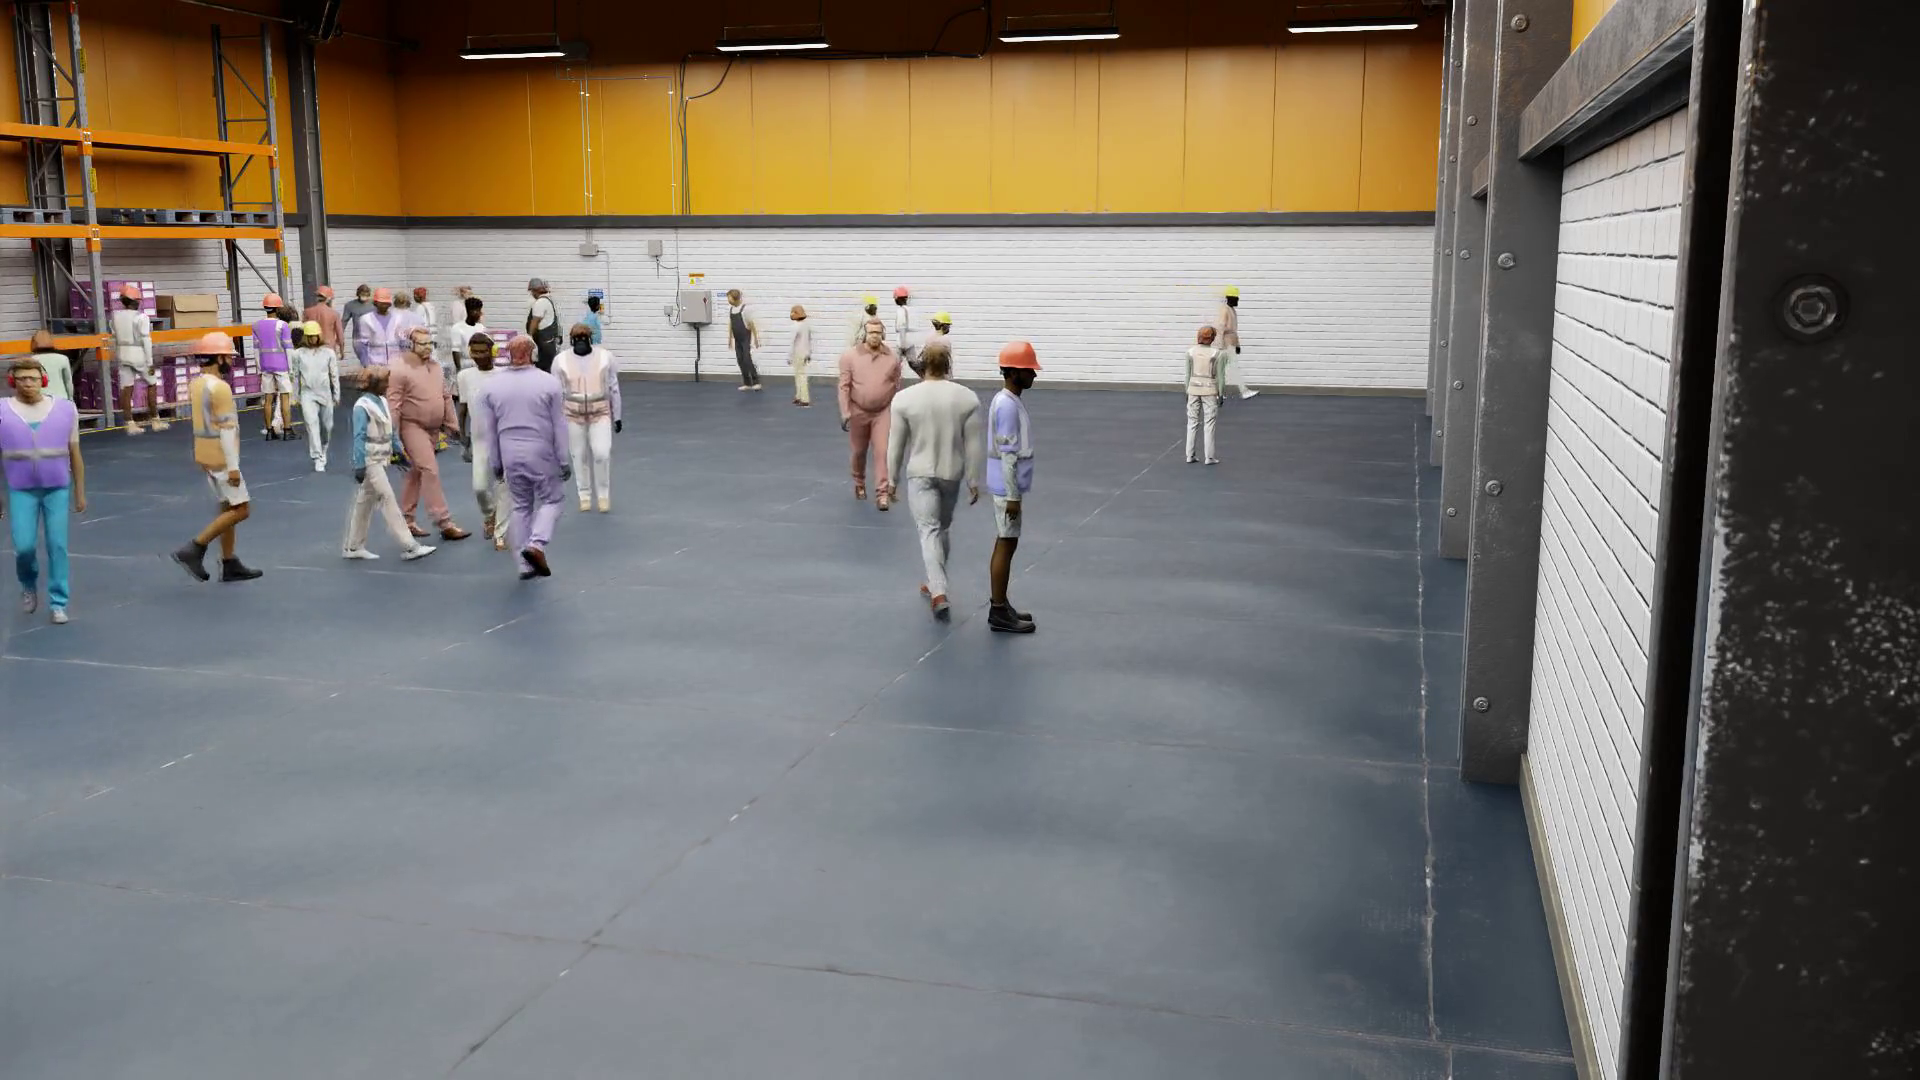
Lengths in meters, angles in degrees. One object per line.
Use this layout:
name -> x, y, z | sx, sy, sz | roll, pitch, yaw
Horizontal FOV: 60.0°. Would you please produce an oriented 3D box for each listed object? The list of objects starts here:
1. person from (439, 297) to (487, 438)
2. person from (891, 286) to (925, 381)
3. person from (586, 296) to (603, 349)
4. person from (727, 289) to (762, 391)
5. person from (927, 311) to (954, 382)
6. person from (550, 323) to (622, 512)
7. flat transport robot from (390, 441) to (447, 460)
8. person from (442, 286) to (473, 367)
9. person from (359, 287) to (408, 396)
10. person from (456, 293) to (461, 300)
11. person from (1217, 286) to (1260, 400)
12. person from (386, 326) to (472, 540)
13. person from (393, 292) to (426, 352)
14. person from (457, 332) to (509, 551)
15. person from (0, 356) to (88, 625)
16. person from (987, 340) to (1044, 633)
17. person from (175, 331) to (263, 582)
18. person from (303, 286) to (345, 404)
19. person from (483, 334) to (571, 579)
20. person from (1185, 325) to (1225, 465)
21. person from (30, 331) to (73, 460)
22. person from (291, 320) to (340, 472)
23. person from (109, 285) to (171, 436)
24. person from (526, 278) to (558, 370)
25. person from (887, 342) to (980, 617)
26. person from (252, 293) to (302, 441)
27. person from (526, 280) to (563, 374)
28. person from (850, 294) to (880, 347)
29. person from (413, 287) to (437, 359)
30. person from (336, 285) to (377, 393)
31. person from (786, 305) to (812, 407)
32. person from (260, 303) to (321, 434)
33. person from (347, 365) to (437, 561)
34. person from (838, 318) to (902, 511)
person -> -6.569, -2.270, 22.038 | 1.073, 1.900, 0.617 | 7, 12, 35
person -> -0.881, -3.348, 28.179 | 0.984, 1.891, 0.546 | 4, 11, 23
person -> -6.798, -3.625, 30.396 | 0.813, 1.664, 0.555 | -2, 10, -10
person -> -3.846, -3.521, 29.350 | 0.551, 1.804, 0.455 | 8, 13, 39
person -> -0.229, -1.945, 20.561 | 0.329, 1.763, 0.538 | -5, 11, -28
person -> -3.579, -1.155, 15.903 | 0.662, 1.819, 0.642 | -2, 10, -10
flat transport robot -> -6.755, -1.146, 20.247 | 0.652, 0.197, 1.431 | -1, 10, -3
person -> -9.084, -3.670, 30.089 | 0.907, 1.858, 0.680 | 2, 10, 9
person -> -7.934, -2.483, 22.923 | 0.609, 2.011, 0.648 | -5, 11, -27
person -> -9.056, -3.744, 30.852 | 0.764, 1.731, 0.558 | 3, 10, 15
person -> 4.575, -3.259, 27.622 | 0.925, 1.884, 0.612 | 4, 11, 20
person -> -4.593, -0.924, 14.470 | 0.903, 1.862, 0.632 | 3, 10, 15
person -> -7.960, -2.603, 23.907 | 0.650, 1.892, 0.952 | -2, 10, -12
person -> -3.950, -0.837, 14.064 | 0.542, 1.849, 0.477 | -1, 10, -8
person -> -6.241, -0.335, 11.264 | 0.569, 1.828, 0.447 | -6, 12, -33
person -> 0.365, -0.357, 11.067 | 0.375, 1.935, 0.551 | 0, 10, 0
person -> -5.617, -0.604, 12.518 | 0.554, 1.918, 0.562 | -8, 13, -40
person -> -10.105, -3.054, 26.374 | 0.630, 1.936, 1.038 | 0, 10, -1
person -> -3.292, -0.623, 12.692 | 0.662, 1.889, 0.471 | 2, 10, 9
person -> 2.868, -1.700, 19.542 | 0.509, 1.629, 0.315 | 6, 12, 30
person -> -10.404, -1.588, 19.019 | 0.508, 1.586, 0.854 | -8, 13, -37
person -> -7.409, -1.671, 19.136 | 0.492, 1.719, 0.774 | -5, 11, -28
person -> -11.173, -2.451, 22.679 | 0.637, 2.018, 0.824 | 2, 10, 10
person -> -7.421, -3.621, 29.252 | 0.956, 2.000, 0.704 | -1, 10, -6
person -> -0.174, -0.435, 11.637 | 0.644, 1.900, 0.999 | -3, 10, -14
person -> -8.987, -2.266, 21.875 | 0.551, 1.937, 0.357 | 2, 10, 9
person -> -7.527, -3.735, 30.177 | 0.627, 1.945, 0.977 | 0, 10, 0
person -> -1.596, -3.218, 27.754 | 0.998, 1.774, 0.605 | 5, 11, 28
person -> -9.575, -3.613, 29.818 | 0.932, 1.840, 0.623 | 0, 10, -1
person -> -10.498, -3.516, 29.117 | 0.746, 1.869, 0.999 | 1, 10, 6
person -> -2.619, -2.926, 26.487 | 0.557, 1.613, 0.523 | 5, 11, 27
person -> -9.151, -2.357, 22.842 | 0.962, 1.790, 0.619 | -8, 13, -38
person -> -4.640, -0.609, 13.472 | 0.828, 1.596, 0.505 | 0, 10, -3
person -> -0.891, -1.265, 16.426 | 0.638, 1.872, 0.940 | -2, 10, -9
